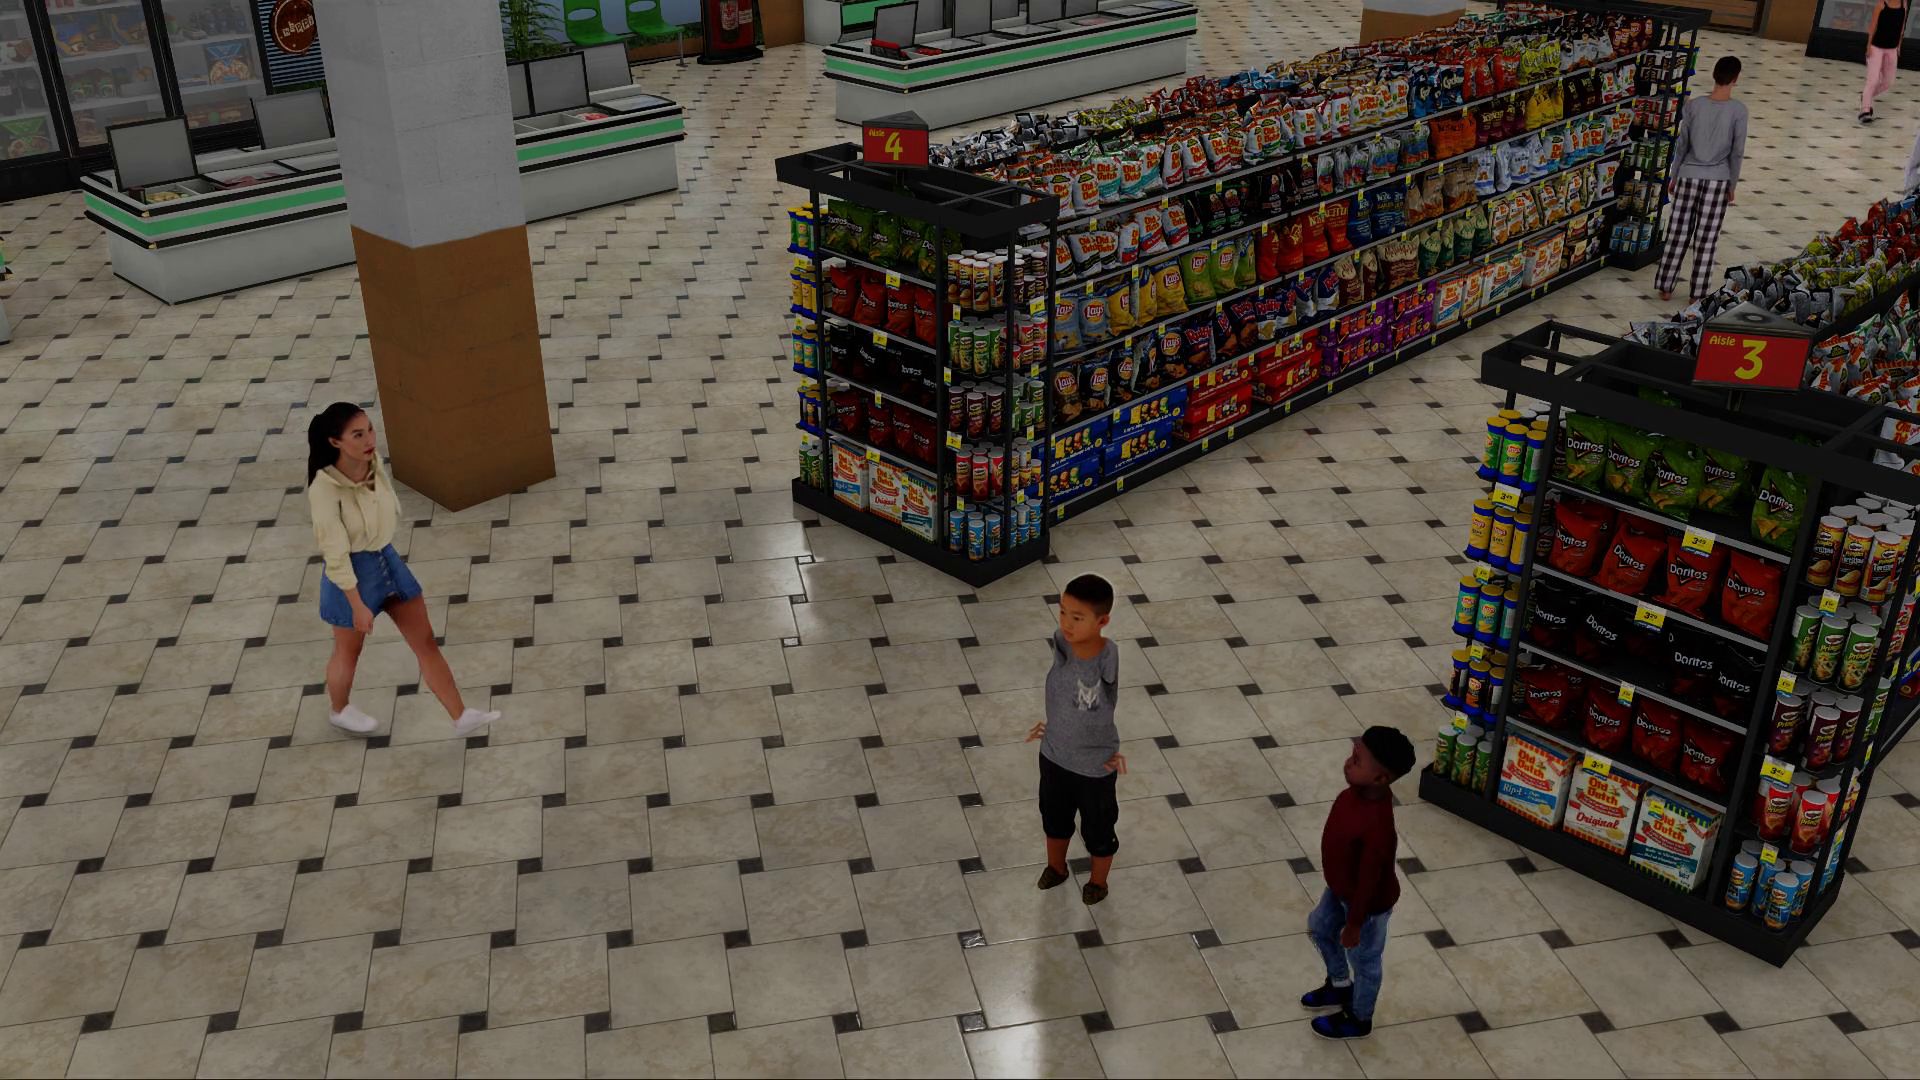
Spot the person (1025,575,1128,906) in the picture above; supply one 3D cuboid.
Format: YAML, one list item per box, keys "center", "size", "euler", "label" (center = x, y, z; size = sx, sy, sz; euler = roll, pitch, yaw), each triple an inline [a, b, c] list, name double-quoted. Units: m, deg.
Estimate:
- center: [0.453, 0.725, 6.207]
  size: [0.614, 1.455, 0.541]
  euler: [18, 32, 31]
  label: "person"

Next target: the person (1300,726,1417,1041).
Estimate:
- center: [1.405, 1.160, 5.574]
  size: [0.648, 1.251, 0.581]
  euler: [2, 27, 3]
  label: "person"

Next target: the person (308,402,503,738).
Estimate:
- center: [-2.630, 0.174, 7.151]
  size: [1.017, 1.585, 1.123]
  euler: [9, 28, 17]
  label: "person"

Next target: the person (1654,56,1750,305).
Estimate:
- center: [5.601, -2.703, 12.533]
  size: [0.678, 1.847, 0.609]
  euler: [16, 31, 28]
  label: "person"

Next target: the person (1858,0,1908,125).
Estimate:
- center: [9.945, -5.298, 17.979]
  size: [0.761, 1.549, 0.823]
  euler: [0, 27, 1]
  label: "person"
